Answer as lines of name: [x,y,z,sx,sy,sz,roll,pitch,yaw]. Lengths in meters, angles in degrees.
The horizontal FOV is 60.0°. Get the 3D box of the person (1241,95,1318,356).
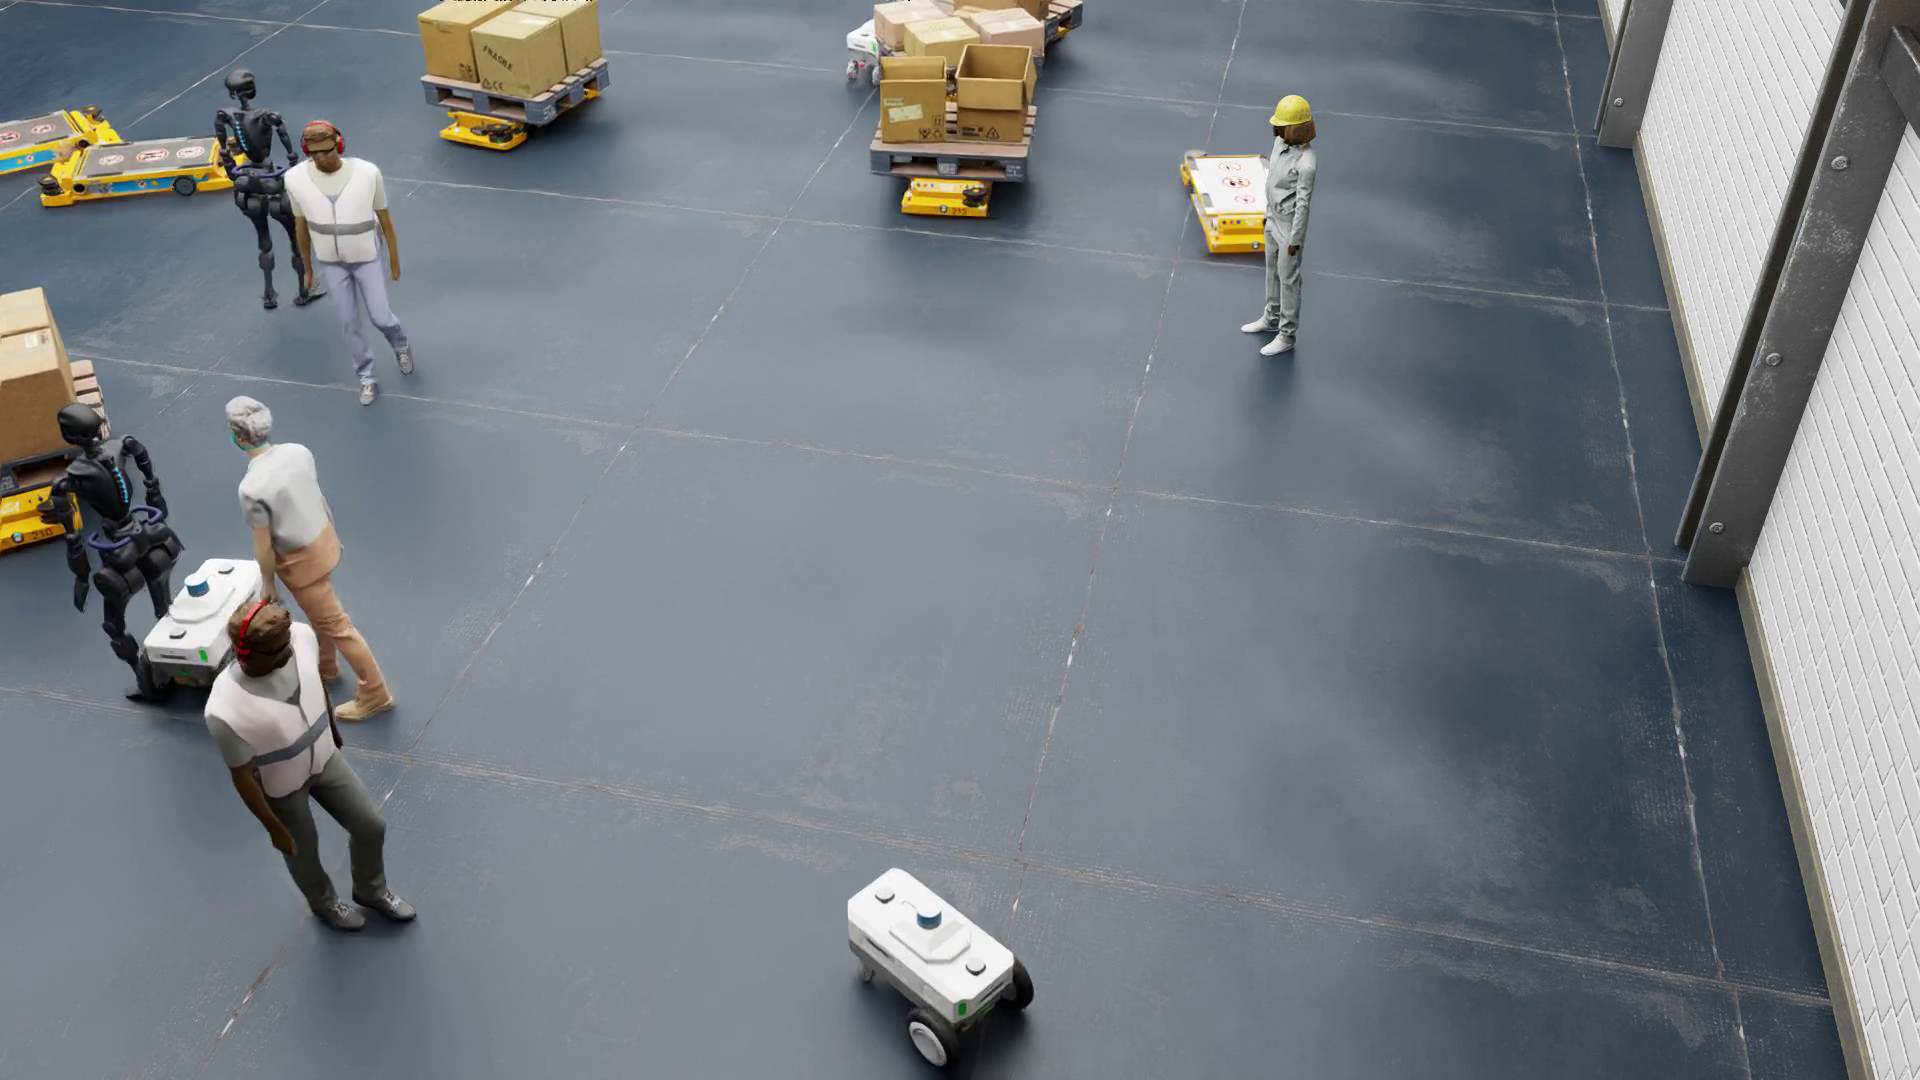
person: [2.067,-2.027,10.707,0.322,1.737,0.484,-8,37,-10]

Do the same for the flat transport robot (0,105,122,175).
flat transport robot: [-7.621,-3.175,13.467,1.431,0.231,0.659,-24,43,-28]

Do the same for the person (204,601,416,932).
person: [-2.587,0.956,6.640,0.616,1.816,0.604,15,39,19]

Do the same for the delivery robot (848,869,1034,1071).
delivery robot: [-0.111,1.683,6.712,0.747,0.576,0.499,30,46,34]

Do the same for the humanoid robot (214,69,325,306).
humanoid robot: [-4.667,-2.367,11.208,0.601,1.646,0.325,6,37,9]

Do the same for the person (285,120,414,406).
person: [-3.741,-1.719,10.219,0.582,1.829,0.457,-5,37,-6]

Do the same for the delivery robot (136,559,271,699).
delivery robot: [-3.785,0.453,8.389,0.499,0.614,0.812,4,37,5]

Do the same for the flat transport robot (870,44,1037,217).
flat transport robot: [-0.033,-2.957,13.176,0.659,0.231,1.431,4,37,5]

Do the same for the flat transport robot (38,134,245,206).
flat transport robot: [-6.435,-2.921,13.128,1.431,0.231,0.659,-9,38,-11]

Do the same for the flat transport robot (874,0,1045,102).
flat transport robot: [-0.012,-4.032,14.615,0.659,0.231,1.431,-13,39,-17]

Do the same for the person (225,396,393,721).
person: [-3.117,0.094,7.902,0.630,1.704,0.476,5,37,7]

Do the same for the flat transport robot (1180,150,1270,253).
flat transport robot: [2.119,-2.595,12.691,0.659,0.231,1.431,-2,37,-3]

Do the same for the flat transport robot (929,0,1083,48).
flat transport robot: [0.356,-4.668,15.465,0.659,0.231,1.431,24,43,29]

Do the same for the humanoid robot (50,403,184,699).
humanoid robot: [-4.007,0.048,7.970,0.372,1.650,0.587,15,39,19]

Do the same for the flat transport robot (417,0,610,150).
flat transport robot: [-3.732,-3.705,14.176,0.659,0.231,1.431,14,39,18]

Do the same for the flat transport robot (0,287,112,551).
flat transport robot: [-5.597,-0.405,9.761,0.659,0.231,1.431,-18,40,-22]

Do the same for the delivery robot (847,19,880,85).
delivery robot: [-0.694,-4.481,14.958,0.499,0.572,0.747,20,41,25]
